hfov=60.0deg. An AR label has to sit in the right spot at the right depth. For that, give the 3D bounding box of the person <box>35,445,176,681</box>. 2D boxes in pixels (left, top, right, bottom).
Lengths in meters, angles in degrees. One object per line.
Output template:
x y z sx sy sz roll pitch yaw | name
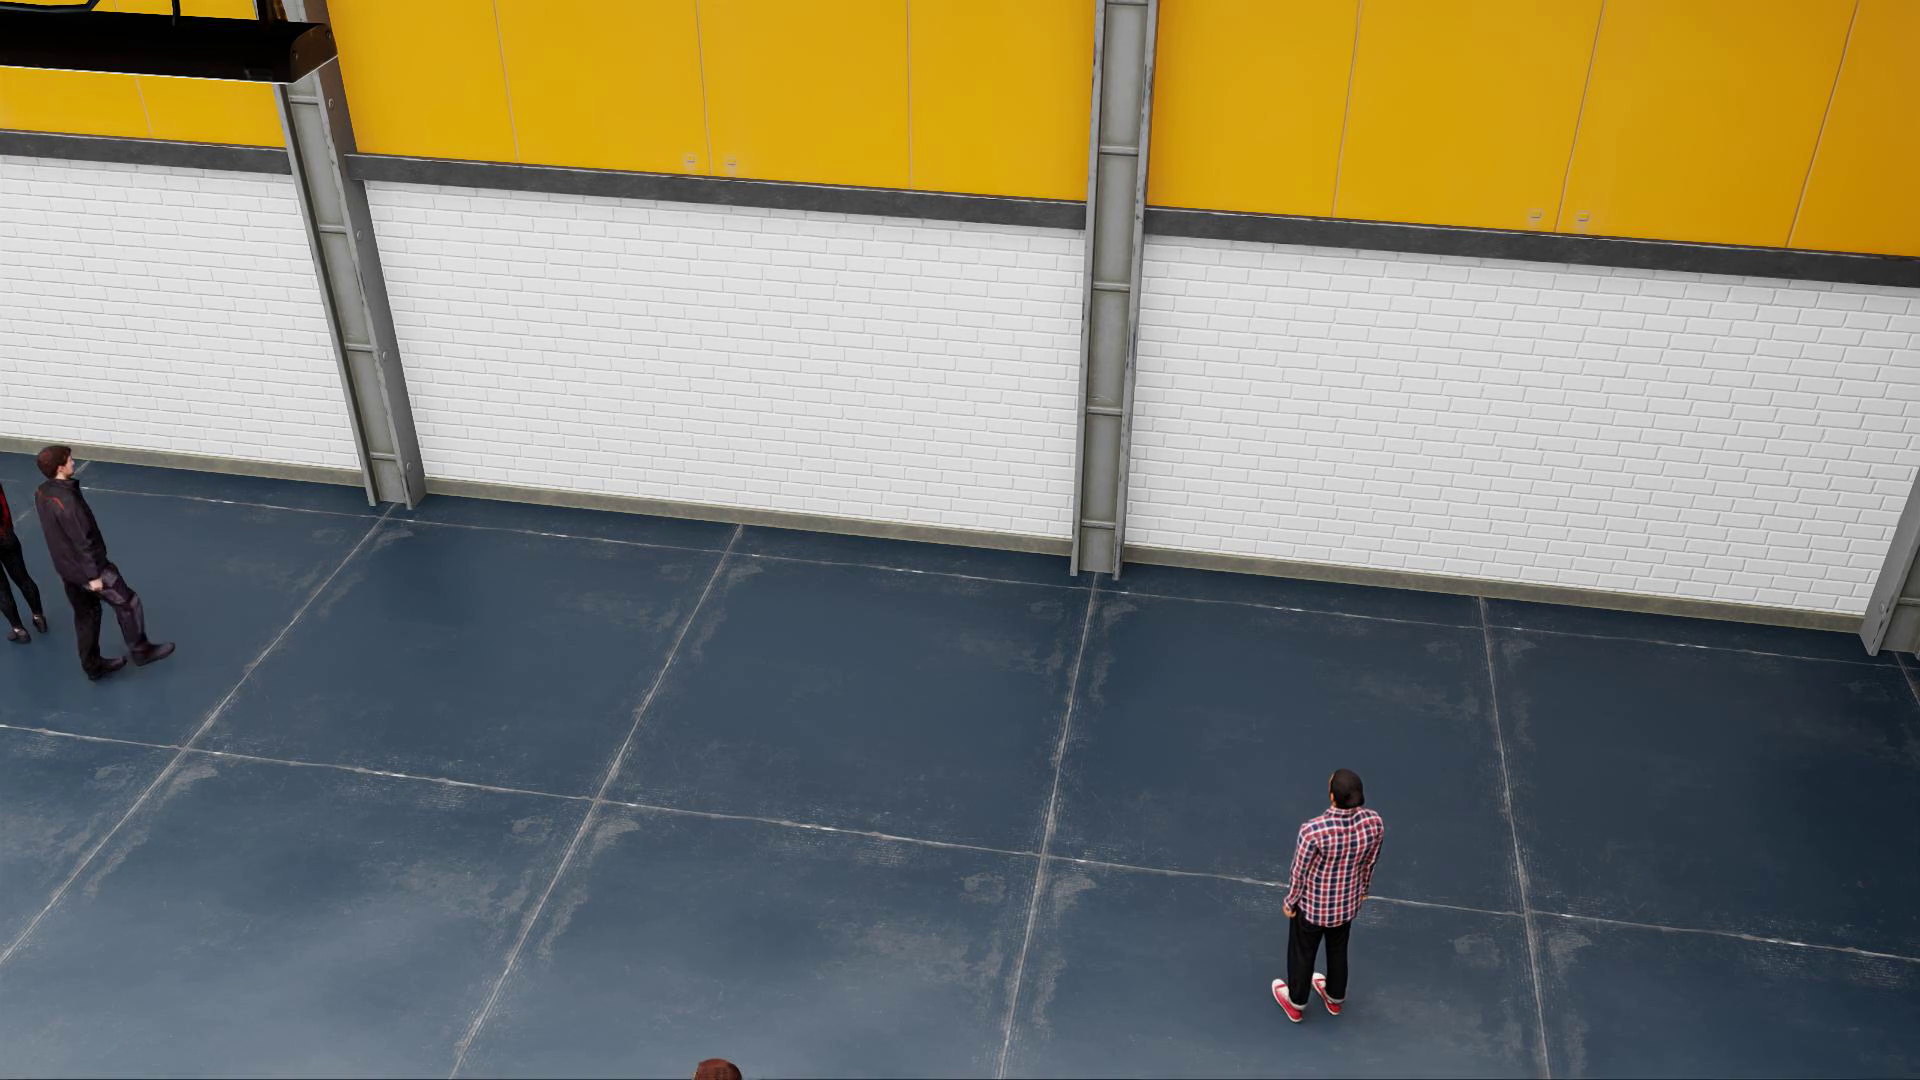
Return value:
-6.275 0.222 11.730 0.947 1.811 0.997 27 42 34 | person

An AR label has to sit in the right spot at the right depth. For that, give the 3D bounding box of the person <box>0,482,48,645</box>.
-7.065 0.027 12.162 0.643 1.657 0.656 20 39 28 | person

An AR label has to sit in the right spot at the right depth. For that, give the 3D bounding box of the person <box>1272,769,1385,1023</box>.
2.022 1.961 9.161 0.718 1.759 0.833 -12 35 -17 | person
